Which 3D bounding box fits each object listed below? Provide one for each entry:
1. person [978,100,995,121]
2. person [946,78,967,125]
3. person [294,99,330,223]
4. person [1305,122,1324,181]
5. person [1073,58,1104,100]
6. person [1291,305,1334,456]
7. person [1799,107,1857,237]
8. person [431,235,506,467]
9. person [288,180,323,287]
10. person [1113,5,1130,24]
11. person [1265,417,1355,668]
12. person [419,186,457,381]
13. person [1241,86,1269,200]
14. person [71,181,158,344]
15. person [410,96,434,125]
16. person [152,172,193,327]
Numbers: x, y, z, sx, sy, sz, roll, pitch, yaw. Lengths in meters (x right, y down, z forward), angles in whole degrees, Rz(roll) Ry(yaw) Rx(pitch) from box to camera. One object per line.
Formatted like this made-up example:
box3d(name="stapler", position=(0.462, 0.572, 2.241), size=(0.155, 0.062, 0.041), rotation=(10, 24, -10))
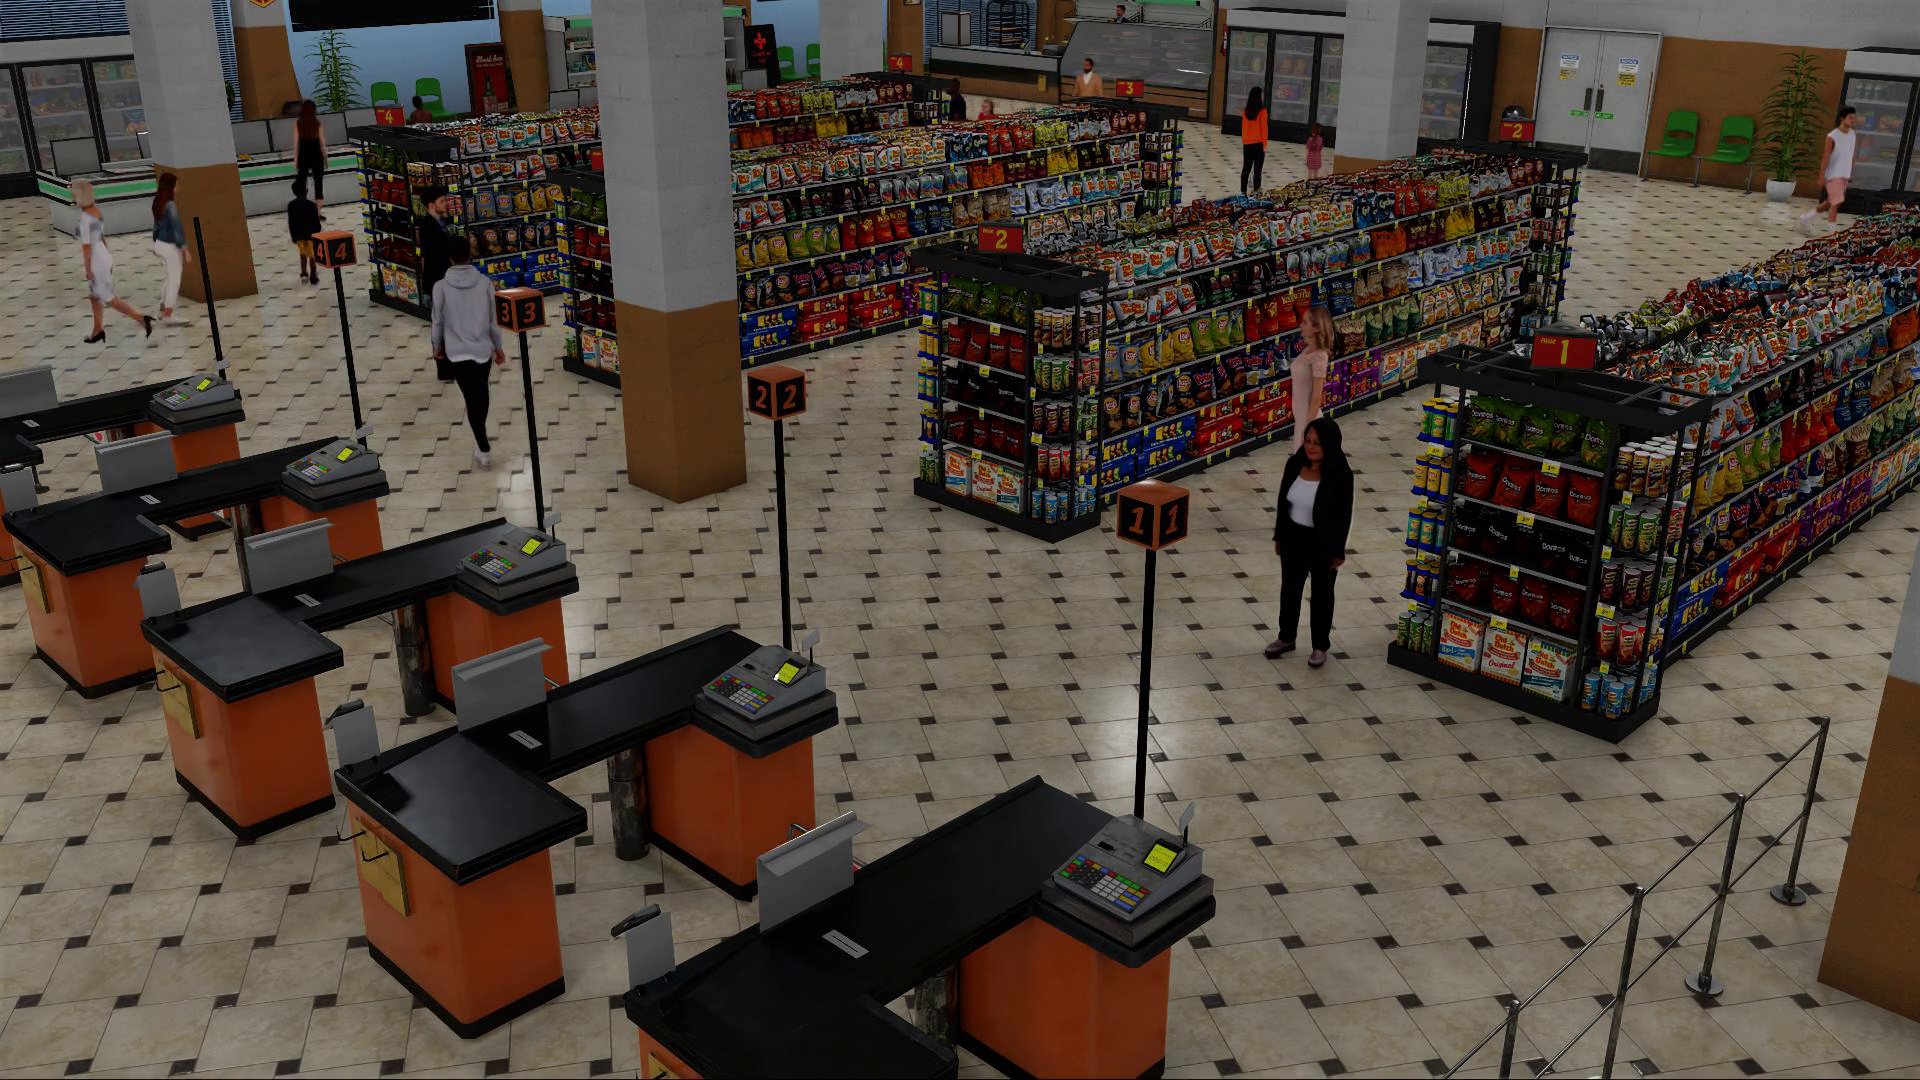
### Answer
box3d(name="person", position=(0.461, -6.544, 27.175), size=(0.670, 1.267, 0.510), rotation=(-19, 29, -39))
box3d(name="person", position=(0.012, -6.108, 25.385), size=(1.138, 1.792, 1.012), rotation=(-4, 22, -9))
box3d(name="person", position=(-9.273, -5.368, 23.677), size=(0.777, 1.693, 0.900), rotation=(-12, 25, -28))
box3d(name="person", position=(5.620, -6.117, 26.440), size=(0.488, 1.021, 0.561), rotation=(-3, 22, -9))
box3d(name="person", position=(2.240, -7.403, 28.681), size=(0.825, 1.737, 0.944), rotation=(12, 25, 27))
box3d(name="person", position=(2.561, -0.815, 12.181), size=(0.698, 1.815, 0.631), rotation=(1, 22, 2))
box3d(name="person", position=(11.846, -4.972, 22.595), size=(1.097, 1.764, 0.945), rotation=(-10, 24, -23))
box3d(name="person", position=(-4.070, -1.540, 13.909), size=(1.217, 1.871, 0.973), rotation=(-12, 25, -27))
box3d(name="person", position=(-7.918, -3.699, 20.097), size=(0.643, 1.265, 0.703), rotation=(-1, 22, -3))
box3d(name="person", position=(3.710, -11.416, 38.494), size=(0.564, 1.867, 0.626), rotation=(-20, 29, -40))
box3d(name="person", position=(2.207, -0.002, 10.422), size=(0.686, 1.617, 0.678), rotation=(14, 26, 31))
box3d(name="person", position=(-5.120, -2.532, 16.352), size=(0.787, 1.890, 0.786), rotation=(-5, 22, -12))
box3d(name="person", position=(4.415, -5.918, 24.970), size=(0.575, 1.749, 0.635), rotation=(-17, 27, -36))
box3d(name="person", position=(-8.949, -2.877, 17.435), size=(1.098, 1.723, 0.982), rotation=(-2, 22, -5))
box3d(name="person", position=(-8.964, -6.776, 27.768), size=(0.487, 1.255, 0.626), rotation=(-12, 25, -28))
box3d(name="person", position=(-8.736, -3.170, 18.238), size=(0.685, 1.668, 0.609), rotation=(14, 26, 32))
